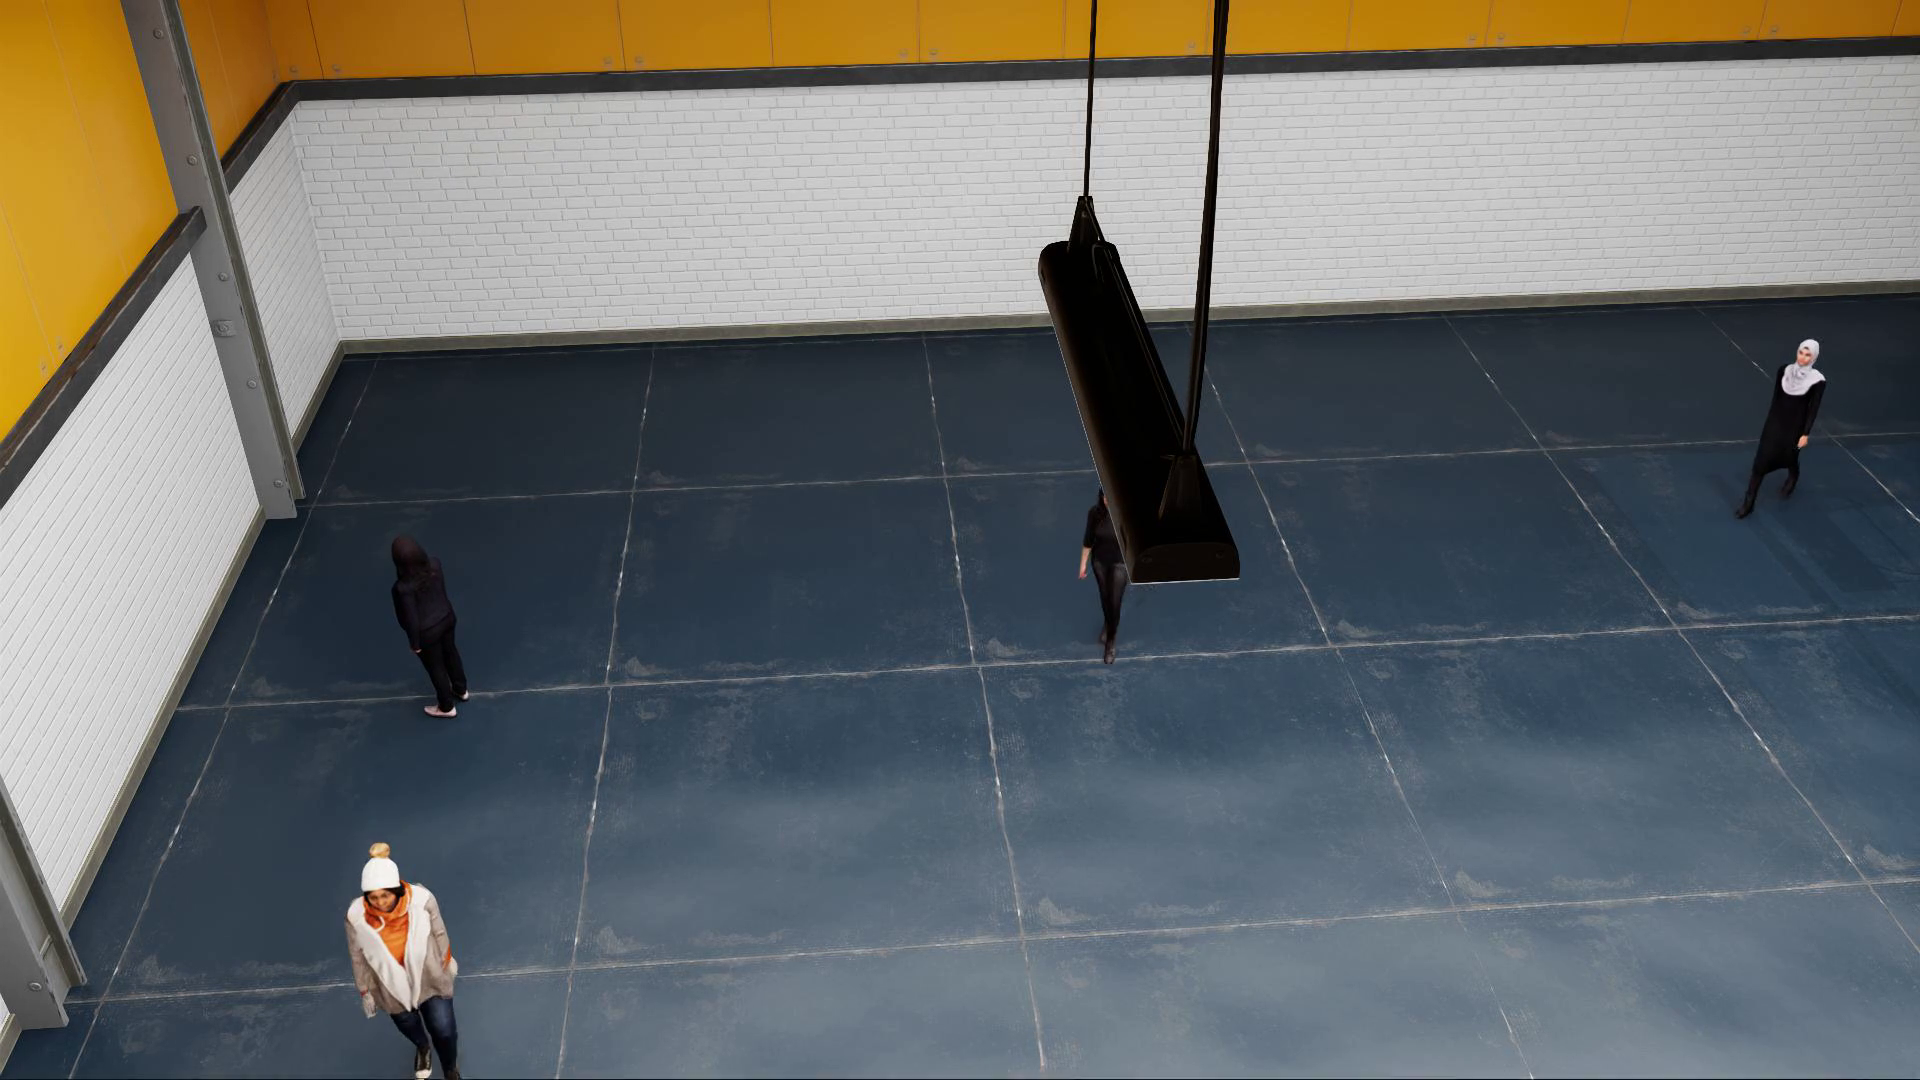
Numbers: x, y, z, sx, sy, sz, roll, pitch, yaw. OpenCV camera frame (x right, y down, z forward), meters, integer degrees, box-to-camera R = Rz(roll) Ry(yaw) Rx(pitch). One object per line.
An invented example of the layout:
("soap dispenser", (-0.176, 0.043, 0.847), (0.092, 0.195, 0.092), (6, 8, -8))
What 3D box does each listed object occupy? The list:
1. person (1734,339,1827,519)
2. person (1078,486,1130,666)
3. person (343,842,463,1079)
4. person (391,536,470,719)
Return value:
("person", (7.627, -1.046, 15.254), (1.124, 1.735, 1.169), (-27, 42, -34))
("person", (1.248, 0.143, 13.569), (0.789, 1.621, 0.901), (11, 35, 16))
("person", (-3.272, 2.465, 9.849), (0.801, 1.872, 0.879), (-10, 35, -14))
("person", (-4.073, 0.657, 12.805), (0.801, 1.612, 0.696), (10, 35, 15))
